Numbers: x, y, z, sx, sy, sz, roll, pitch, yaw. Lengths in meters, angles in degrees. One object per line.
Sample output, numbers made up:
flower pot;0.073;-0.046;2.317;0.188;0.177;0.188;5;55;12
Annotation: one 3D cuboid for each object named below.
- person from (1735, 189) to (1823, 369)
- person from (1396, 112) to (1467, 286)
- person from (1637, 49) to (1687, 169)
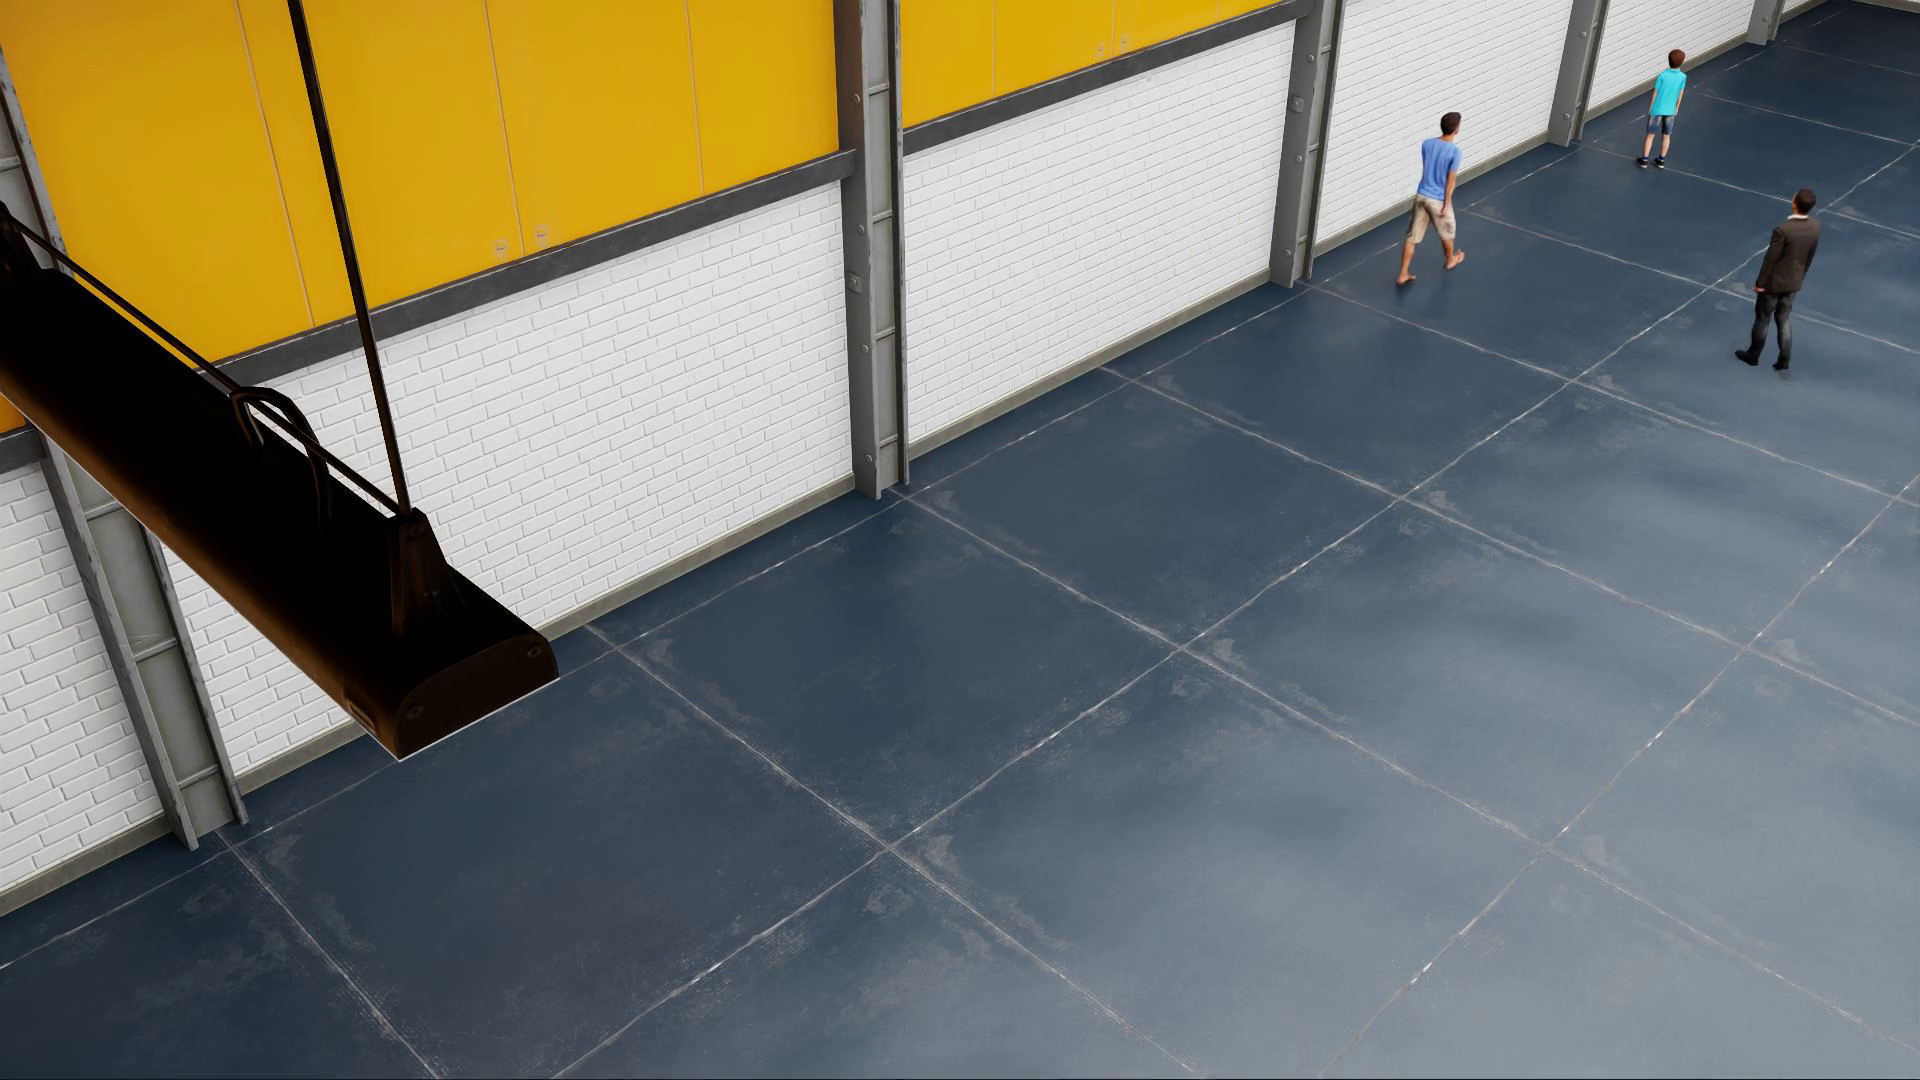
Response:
person;7.845;-2.472;15.790;0.883;1.825;0.939;-7;34;-10
person;4.885;-3.520;17.375;0.634;1.816;1.182;28;43;36
person;8.623;-5.285;20.362;0.589;1.448;0.649;0;34;0
